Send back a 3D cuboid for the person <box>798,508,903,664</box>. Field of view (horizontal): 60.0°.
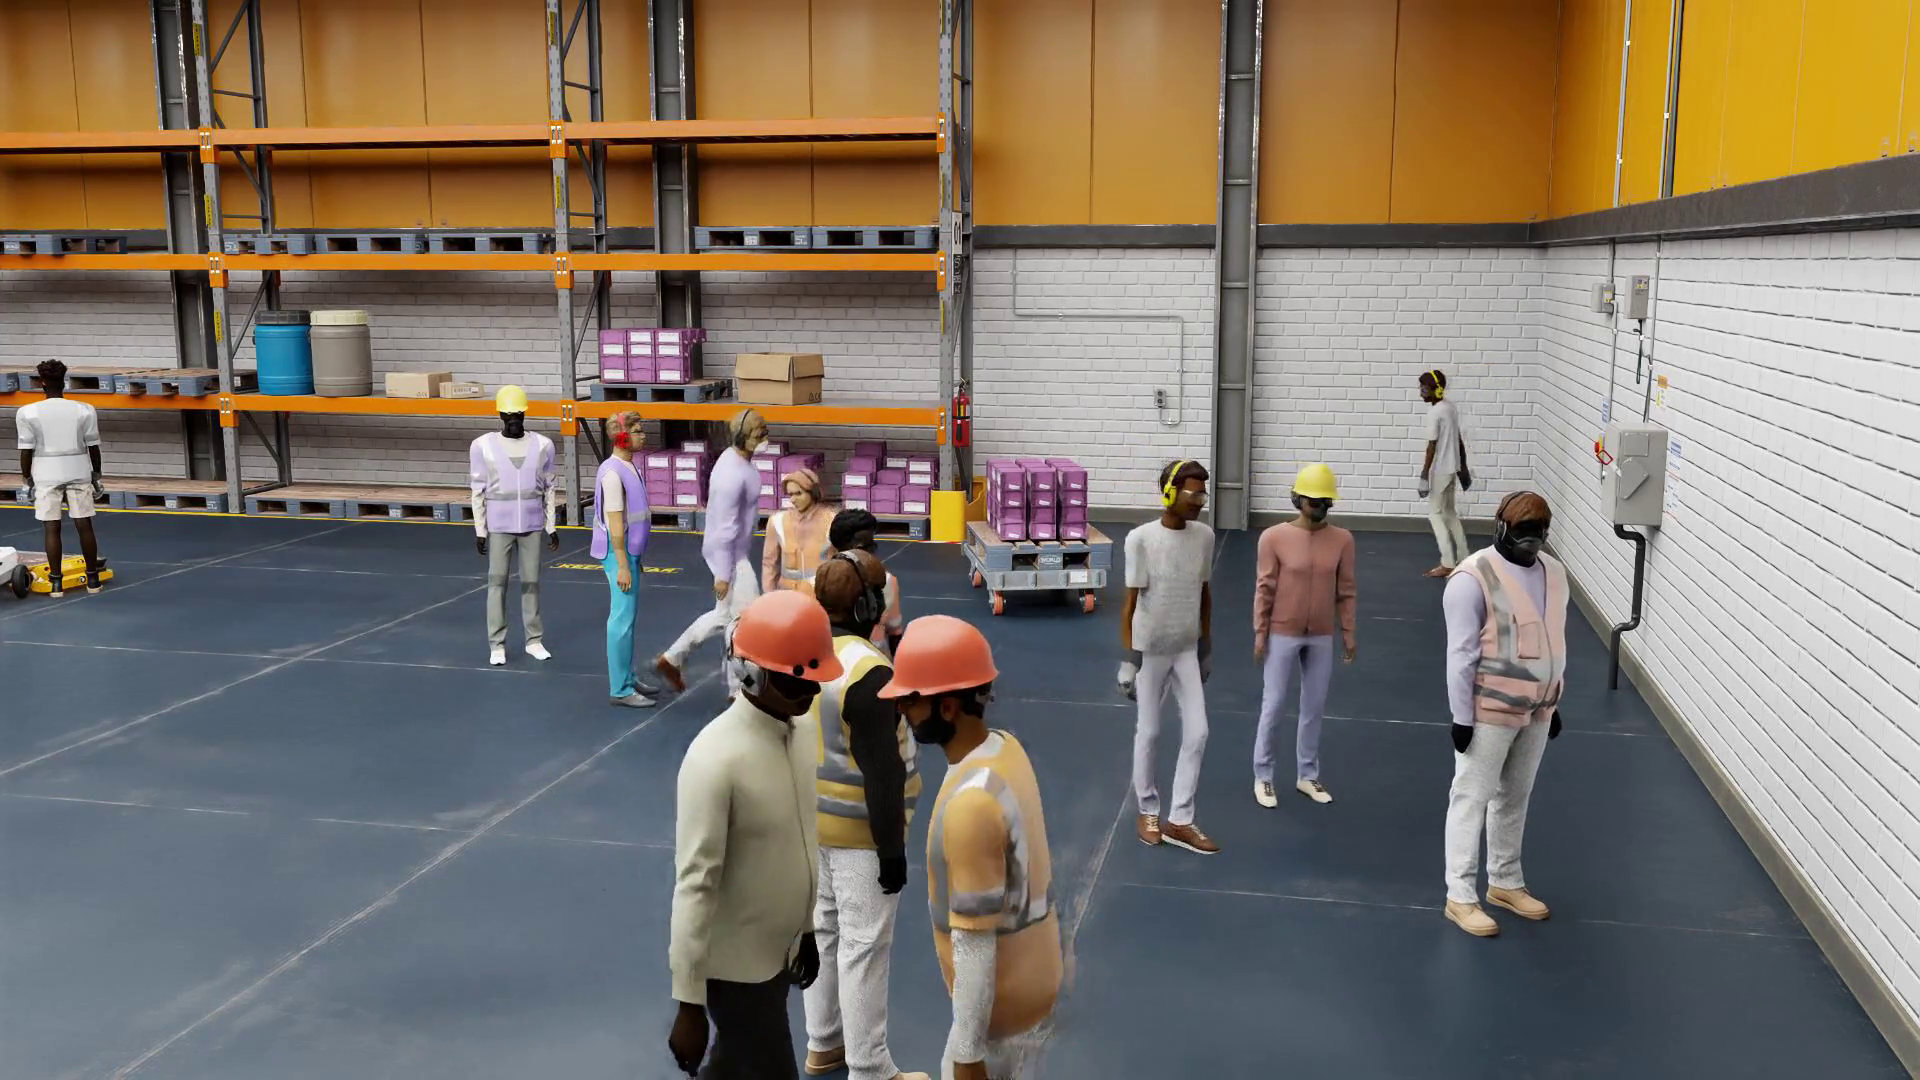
[{"bbox_3d":[-0.480,0.674,7.613,0.544,1.672,0.715,-7,12,-37],"label":"person"}]

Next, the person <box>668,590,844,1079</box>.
[{"bbox_3d":[-0.588,1.081,4.429,0.701,1.986,0.649,3,10,17],"label":"person"}]

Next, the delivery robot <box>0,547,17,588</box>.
[{"bbox_3d":[-7.860,0.214,13.356,0.477,0.478,0.707,-2,10,-12],"label":"delivery robot"}]

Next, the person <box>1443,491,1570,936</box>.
[{"bbox_3d":[2.284,0.706,6.925,0.624,1.840,0.430,-6,11,-30],"label":"person"}]

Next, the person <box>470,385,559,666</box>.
[{"bbox_3d":[-3.060,-0.107,11.473,0.585,1.928,0.379,-5,11,-28],"label":"person"}]

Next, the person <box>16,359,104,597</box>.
[{"bbox_3d":[-7.427,-0.511,13.755,0.615,1.962,0.361,-7,12,-36],"label":"person"}]

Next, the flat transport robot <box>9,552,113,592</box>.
[{"bbox_3d":[-8.079,0.253,14.239,1.431,0.197,0.652,3,10,17],"label":"flat transport robot"}]

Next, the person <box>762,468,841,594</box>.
[{"bbox_3d":[-0.870,0.385,9.561,0.520,1.582,0.913,2,10,11],"label":"person"}]

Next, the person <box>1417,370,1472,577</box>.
[{"bbox_3d":[4.239,-0.575,14.538,0.460,1.829,0.620,8,12,39],"label":"person"}]

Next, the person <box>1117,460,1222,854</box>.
[{"bbox_3d":[0.969,0.555,7.816,0.592,1.847,0.515,-4,10,-20],"label":"person"}]

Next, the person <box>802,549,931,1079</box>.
[{"bbox_3d":[-0.340,0.942,5.509,0.429,1.846,0.630,-6,11,-31],"label":"person"}]

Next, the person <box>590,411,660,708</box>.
[{"bbox_3d":[-2.103,0.117,10.390,0.389,1.846,0.564,-1,10,-5],"label":"person"}]

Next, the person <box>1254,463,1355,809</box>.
[{"bbox_3d":[1.754,0.482,8.467,0.532,1.764,0.336,-2,10,-11],"label":"person"}]

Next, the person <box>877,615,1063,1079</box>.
[{"bbox_3d":[0.070,1.126,4.226,0.549,1.909,0.600,2,10,11],"label":"person"}]

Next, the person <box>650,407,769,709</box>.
[{"bbox_3d":[-1.522,0.123,10.208,0.749,1.899,0.660,0,10,-2],"label":"person"}]
